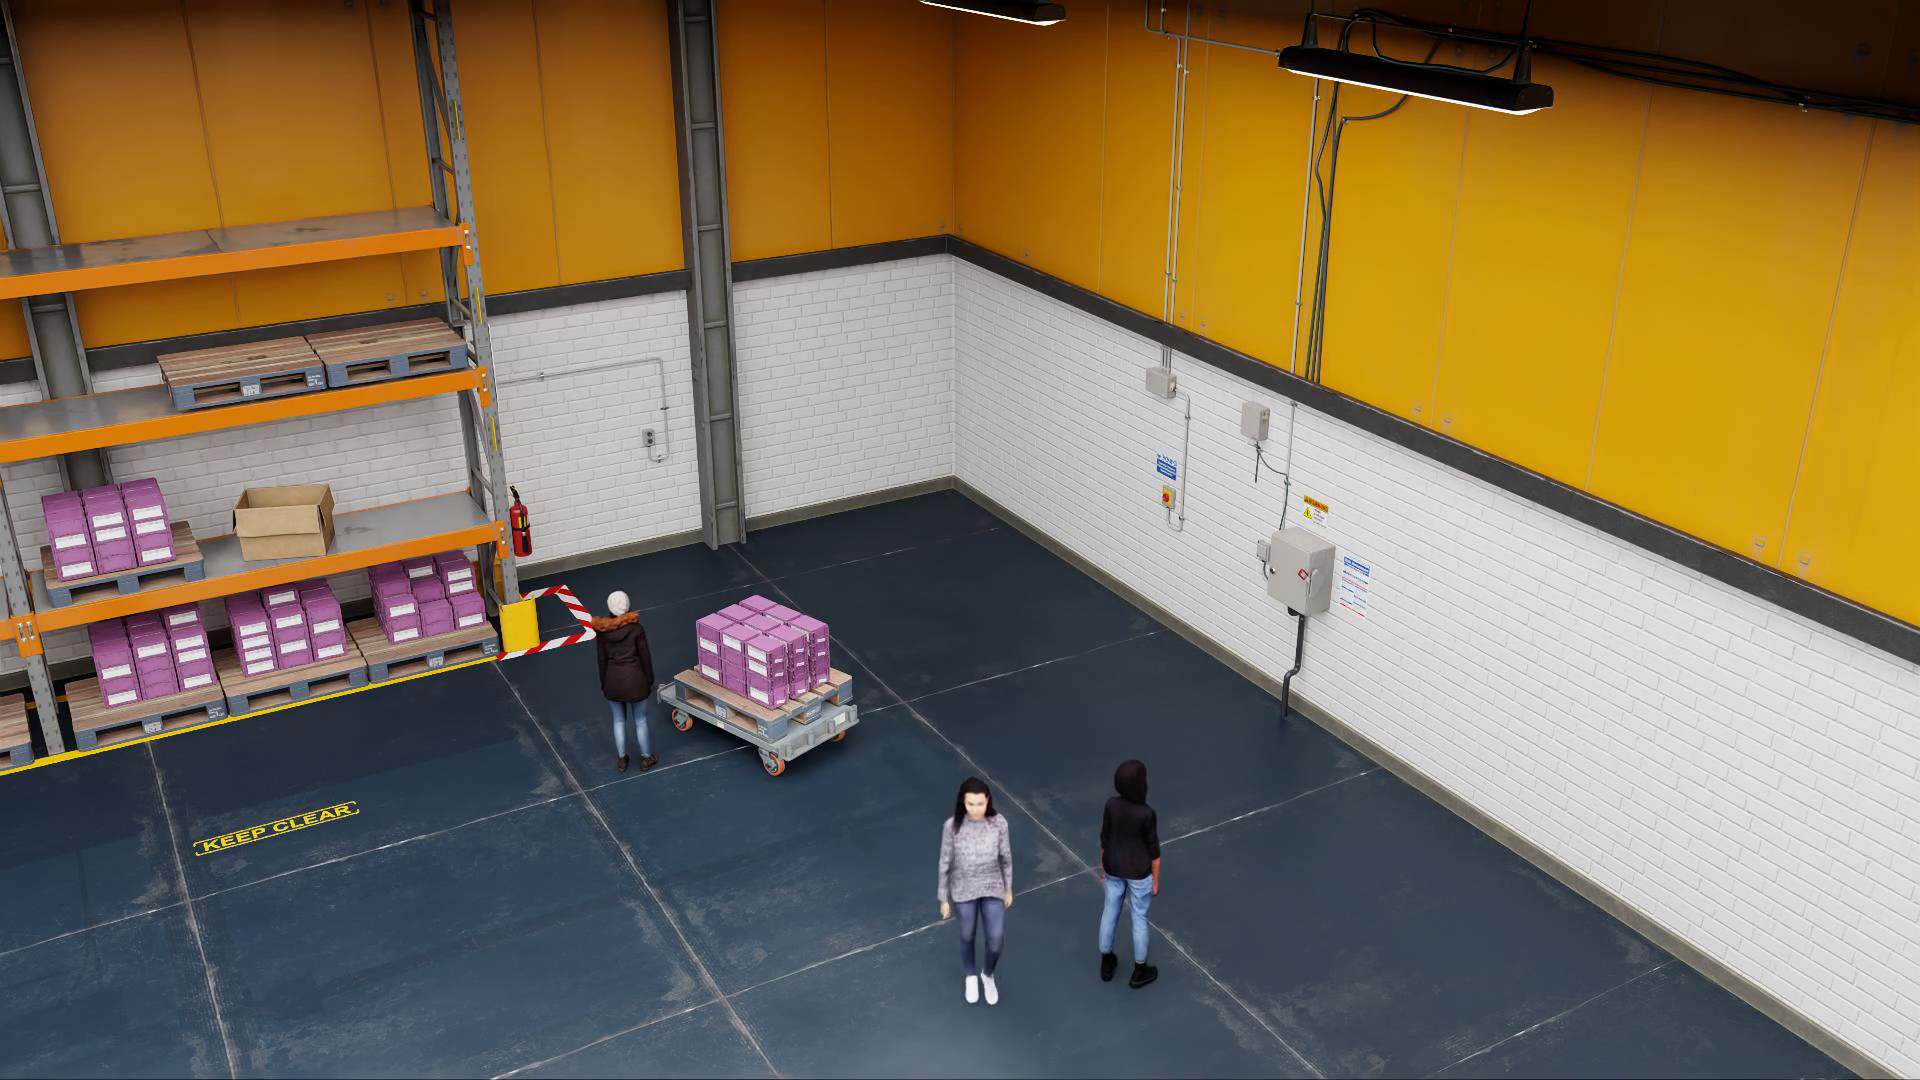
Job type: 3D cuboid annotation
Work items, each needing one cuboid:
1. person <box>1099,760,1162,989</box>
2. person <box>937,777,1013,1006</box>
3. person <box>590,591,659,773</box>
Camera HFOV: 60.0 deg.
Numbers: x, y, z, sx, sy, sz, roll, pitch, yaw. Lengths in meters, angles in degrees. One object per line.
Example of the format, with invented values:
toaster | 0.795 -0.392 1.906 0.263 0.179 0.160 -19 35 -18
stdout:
person | 1.129 2.232 11.160 0.664 1.701 0.694 12 26 25
person | 0.113 2.278 11.034 0.719 1.719 0.821 0 24 0
person | -2.749 1.159 13.702 0.721 1.633 0.806 2 24 4
